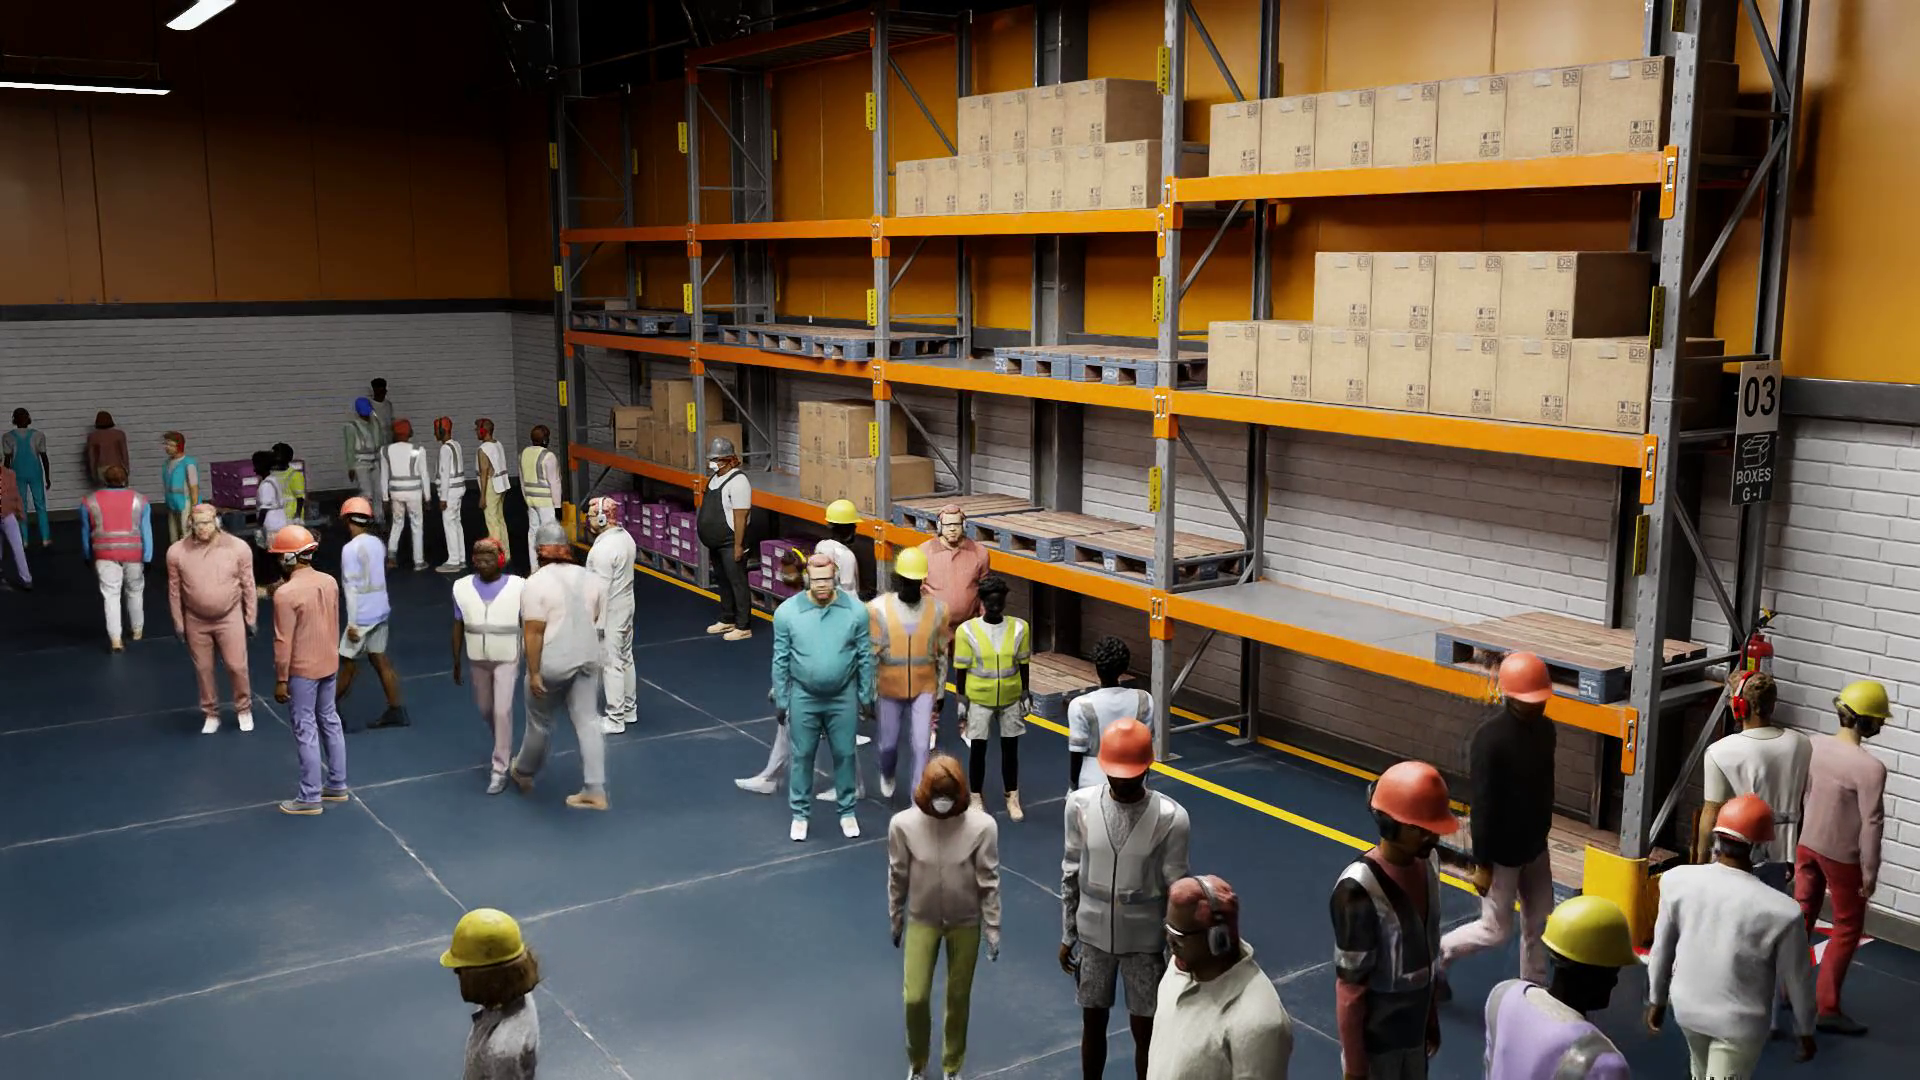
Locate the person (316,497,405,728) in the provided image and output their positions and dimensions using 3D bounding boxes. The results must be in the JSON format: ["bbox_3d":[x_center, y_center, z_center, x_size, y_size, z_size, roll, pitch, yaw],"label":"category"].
[{"bbox_3d":[-4.923,0.598,13.387,0.891,1.891,0.571,1,10,8],"label":"person"}]

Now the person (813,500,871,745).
[{"bbox_3d":[-0.942,0.639,12.998,0.388,1.927,0.589,-6,11,-30],"label":"person"}]

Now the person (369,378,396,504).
[{"bbox_3d":[-8.937,-1.525,25.633,0.375,1.958,0.598,6,11,31],"label":"person"}]

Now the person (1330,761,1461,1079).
[{"bbox_3d":[1.585,1.774,6.044,0.412,2.033,0.613,9,13,43],"label":"person"}]

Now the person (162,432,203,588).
[{"bbox_3d":[-8.872,-0.317,18.949,0.668,1.826,0.382,7,12,34],"label":"person"}]

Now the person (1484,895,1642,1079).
[{"bbox_3d":[1.818,1.997,5.074,0.399,1.912,0.597,-3,10,-19],"label":"person"}]

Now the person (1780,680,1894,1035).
[{"bbox_3d":[4.346,1.543,8.208,0.369,1.754,0.546,-2,10,-12],"label":"person"}]

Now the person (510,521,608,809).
[{"bbox_3d":[-2.817,0.819,11.611,1.030,2.000,0.705,8,13,41],"label":"person"}]

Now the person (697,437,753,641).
[{"bbox_3d":[-2.355,-0.029,16.591,0.536,2.000,0.684,-6,11,-32],"label":"person"}]

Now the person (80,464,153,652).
[{"bbox_3d":[-8.191,0.166,16.191,0.626,1.800,0.950,-5,11,-28],"label":"person"}]

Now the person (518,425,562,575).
[{"bbox_3d":[-4.880,-0.432,19.529,0.633,1.846,0.429,7,12,37],"label":"person"}]

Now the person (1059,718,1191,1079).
[{"bbox_3d":[0.680,1.669,6.971,0.550,1.925,0.389,4,10,21],"label":"person"}]

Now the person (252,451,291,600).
[{"bbox_3d":[-7.637,-0.147,18.355,0.582,1.672,0.545,-3,10,-18],"label":"person"}]

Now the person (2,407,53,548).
[{"bbox_3d":[-12.196,-0.810,21.751,0.514,1.842,0.324,-5,11,-28],"label":"person"}]

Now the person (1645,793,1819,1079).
[{"bbox_3d":[3.099,1.833,6.585,0.826,1.713,0.589,-7,12,-35],"label":"person"}]

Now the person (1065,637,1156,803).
[{"bbox_3d":[0.842,1.378,9.332,0.529,1.697,0.321,-3,10,-17],"label":"person"}]

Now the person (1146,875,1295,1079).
[{"bbox_3d":[0.777,1.973,5.271,0.398,1.899,0.653,-3,10,-17],"label":"person"}]

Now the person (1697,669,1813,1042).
[{"bbox_3d":[3.799,1.538,8.000,0.560,1.836,0.394,-2,10,-13],"label":"person"}]

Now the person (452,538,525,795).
[{"bbox_3d":[-3.370,0.856,12.075,0.576,1.817,0.870,0,10,0],"label":"person"}]

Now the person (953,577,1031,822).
[{"bbox_3d":[0.220,1.069,11.186,0.538,1.687,0.320,-2,10,-12],"label":"person"}]

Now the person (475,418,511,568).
[{"bbox_3d":[-5.726,-0.574,20.406,0.392,1.836,0.565,1,10,6],"label":"person"}]

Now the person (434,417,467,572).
[{"bbox_3d":[-6.183,-0.554,20.156,0.359,1.879,0.586,-1,10,-4],"label":"person"}]

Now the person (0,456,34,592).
[{"bbox_3d":[-10.761,-0.230,18.703,0.767,1.709,0.605,7,12,34],"label":"person"}]

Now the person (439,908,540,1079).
[{"bbox_3d":[-1.497,2.028,5.419,0.308,1.740,0.490,-2,10,-13],"label":"person"}]

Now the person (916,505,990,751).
[{"bbox_3d":[-0.068,0.673,12.861,0.643,1.909,0.410,-2,10,-10],"label":"person"}]

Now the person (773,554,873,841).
[{"bbox_3d":[-0.891,1.024,10.843,0.650,1.898,0.396,-2,10,-9],"label":"person"}]

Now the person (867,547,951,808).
[{"bbox_3d":[-0.361,0.956,11.216,0.587,1.902,0.765,-1,10,-7],"label":"person"}]

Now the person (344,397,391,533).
[{"bbox_3d":[-8.159,-1.029,22.848,0.583,1.904,0.693,5,11,26],"label":"person"}]

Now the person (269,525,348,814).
[{"bbox_3d":[-4.488,0.881,11.412,0.407,1.986,0.615,3,10,14],"label":"person"}]

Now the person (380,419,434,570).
[{"bbox_3d":[-6.661,-0.531,20.021,0.599,1.871,0.623,1,10,4],"label":"person"}]

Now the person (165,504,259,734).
[{"bbox_3d":[-5.924,0.632,13.221,0.649,1.879,0.469,-3,10,-17],"label":"person"}]

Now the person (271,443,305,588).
[{"bbox_3d":[-7.693,-0.271,19.013,0.530,1.697,0.321,6,11,32],"label":"person"}]

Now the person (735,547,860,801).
[{"bbox_3d":[-1.139,0.941,11.558,0.936,1.815,0.514,-2,10,-9],"label":"person"}]

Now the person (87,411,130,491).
[{"bbox_3d":[-12.114,-1.032,23.668,0.532,1.620,0.328,-4,11,-23],"label":"person"}]

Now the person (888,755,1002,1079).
[{"bbox_3d":[-0.068,1.741,7.433,0.504,1.617,0.410,0,10,0],"label":"person"}]

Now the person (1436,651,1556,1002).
[{"bbox_3d":[2.616,1.462,8.078,0.629,1.968,0.771,-8,12,-38],"label":"person"}]

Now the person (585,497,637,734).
[{"bbox_3d":[-2.813,0.599,13.325,0.399,1.900,0.644,1,10,7],"label":"person"}]
